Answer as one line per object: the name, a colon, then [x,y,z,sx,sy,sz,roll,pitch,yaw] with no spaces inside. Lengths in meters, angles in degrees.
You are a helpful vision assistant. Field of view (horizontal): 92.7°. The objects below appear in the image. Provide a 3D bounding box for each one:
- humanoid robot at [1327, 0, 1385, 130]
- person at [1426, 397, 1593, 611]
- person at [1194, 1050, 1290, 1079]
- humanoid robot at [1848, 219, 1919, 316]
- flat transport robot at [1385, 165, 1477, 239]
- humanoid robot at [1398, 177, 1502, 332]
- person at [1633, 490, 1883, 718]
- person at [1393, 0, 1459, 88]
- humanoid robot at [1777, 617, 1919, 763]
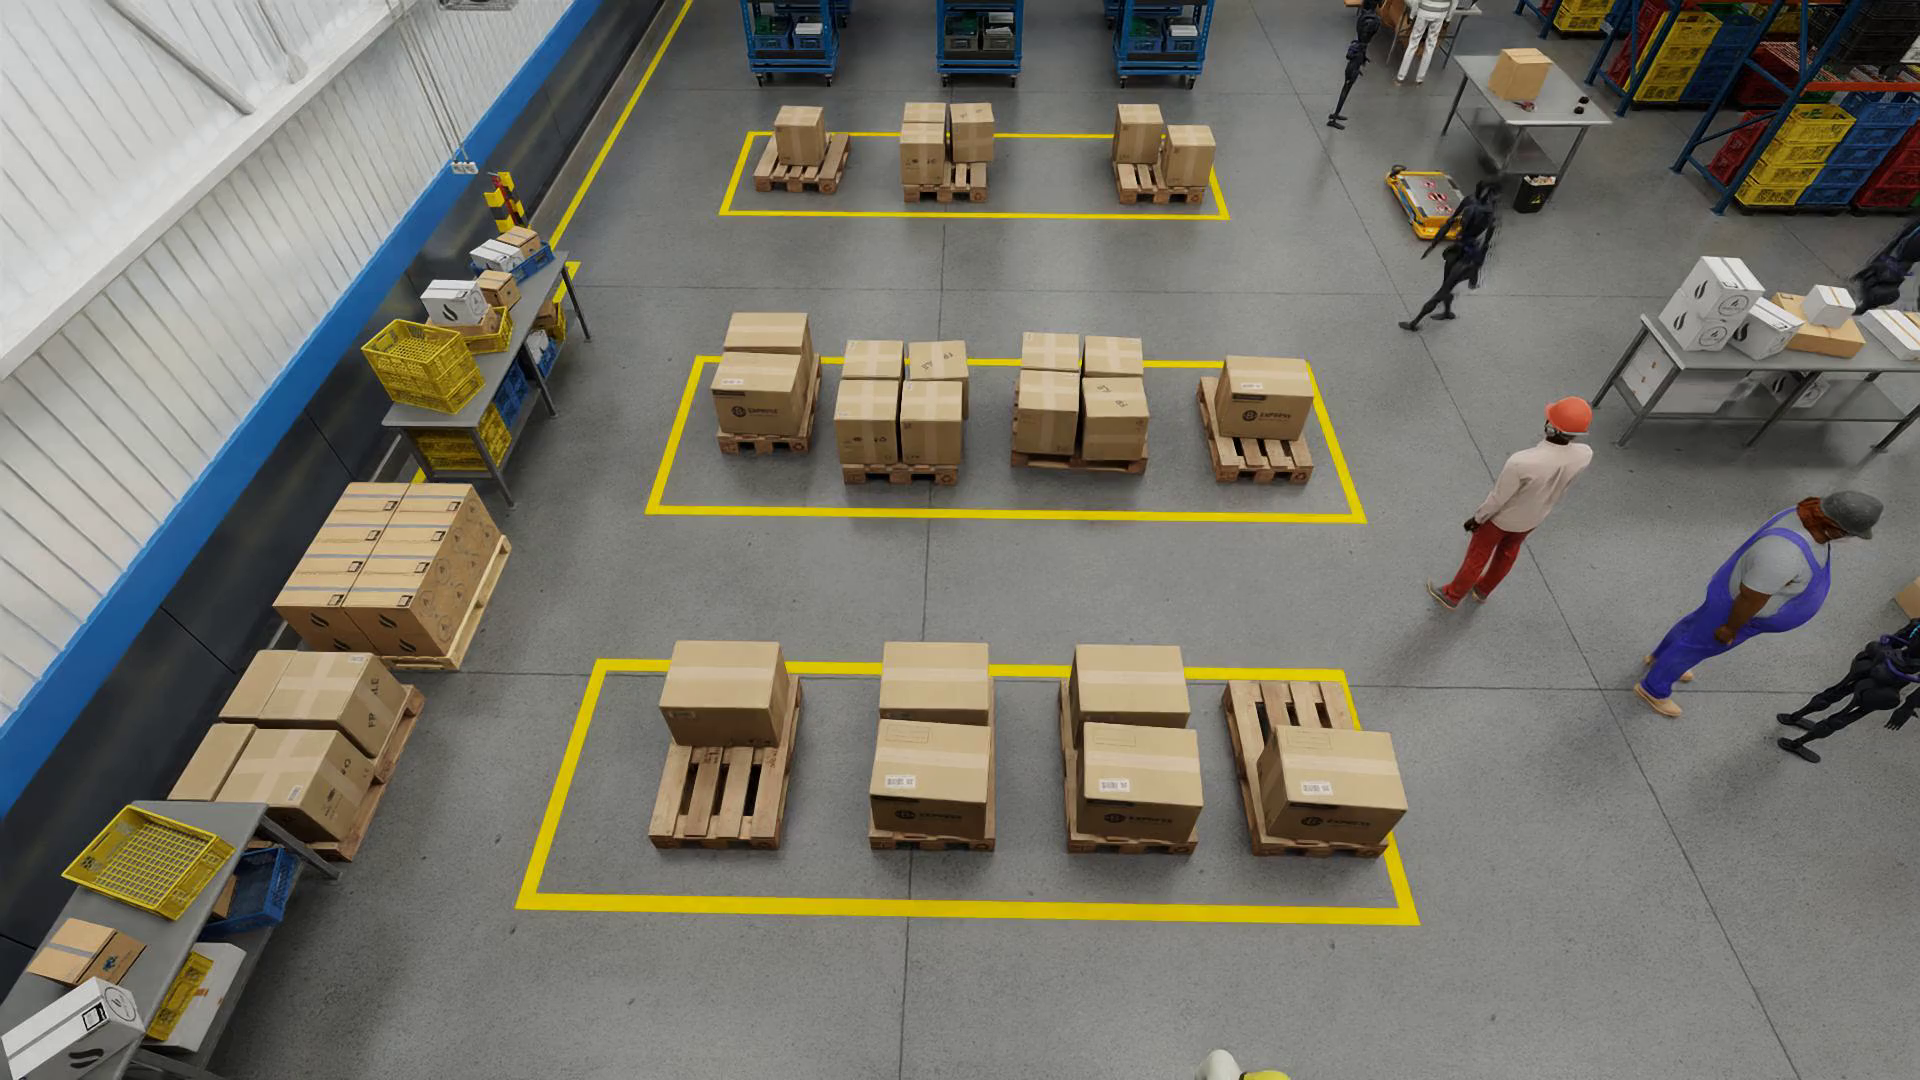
humanoid robot: [5.244,-6.329,12.068,0.316,1.660,0.605,18,52,15]
person: [3.952,-0.213,6.577,0.611,1.995,0.387,-8,50,-7]
person: [1.202,2.719,4.194,0.325,1.759,0.523,-9,50,-7]
humanoid robot: [8.938,-2.468,8.758,0.736,1.624,0.579,11,50,9]
flat transport robot: [5.692,-4.094,11.059,0.652,0.197,1.431,1,49,1]
humanoid robot: [4.914,-2.806,9.060,0.668,1.638,0.604,-4,49,-4]
person: [5.200,0.411,6.007,0.537,2.000,0.677,34,57,26]
person: [6.585,-7.329,12.809,0.573,1.884,0.353,13,50,11]
humanoid robot: [5.957,0.864,5.852,0.340,1.655,0.578,20,52,16]
